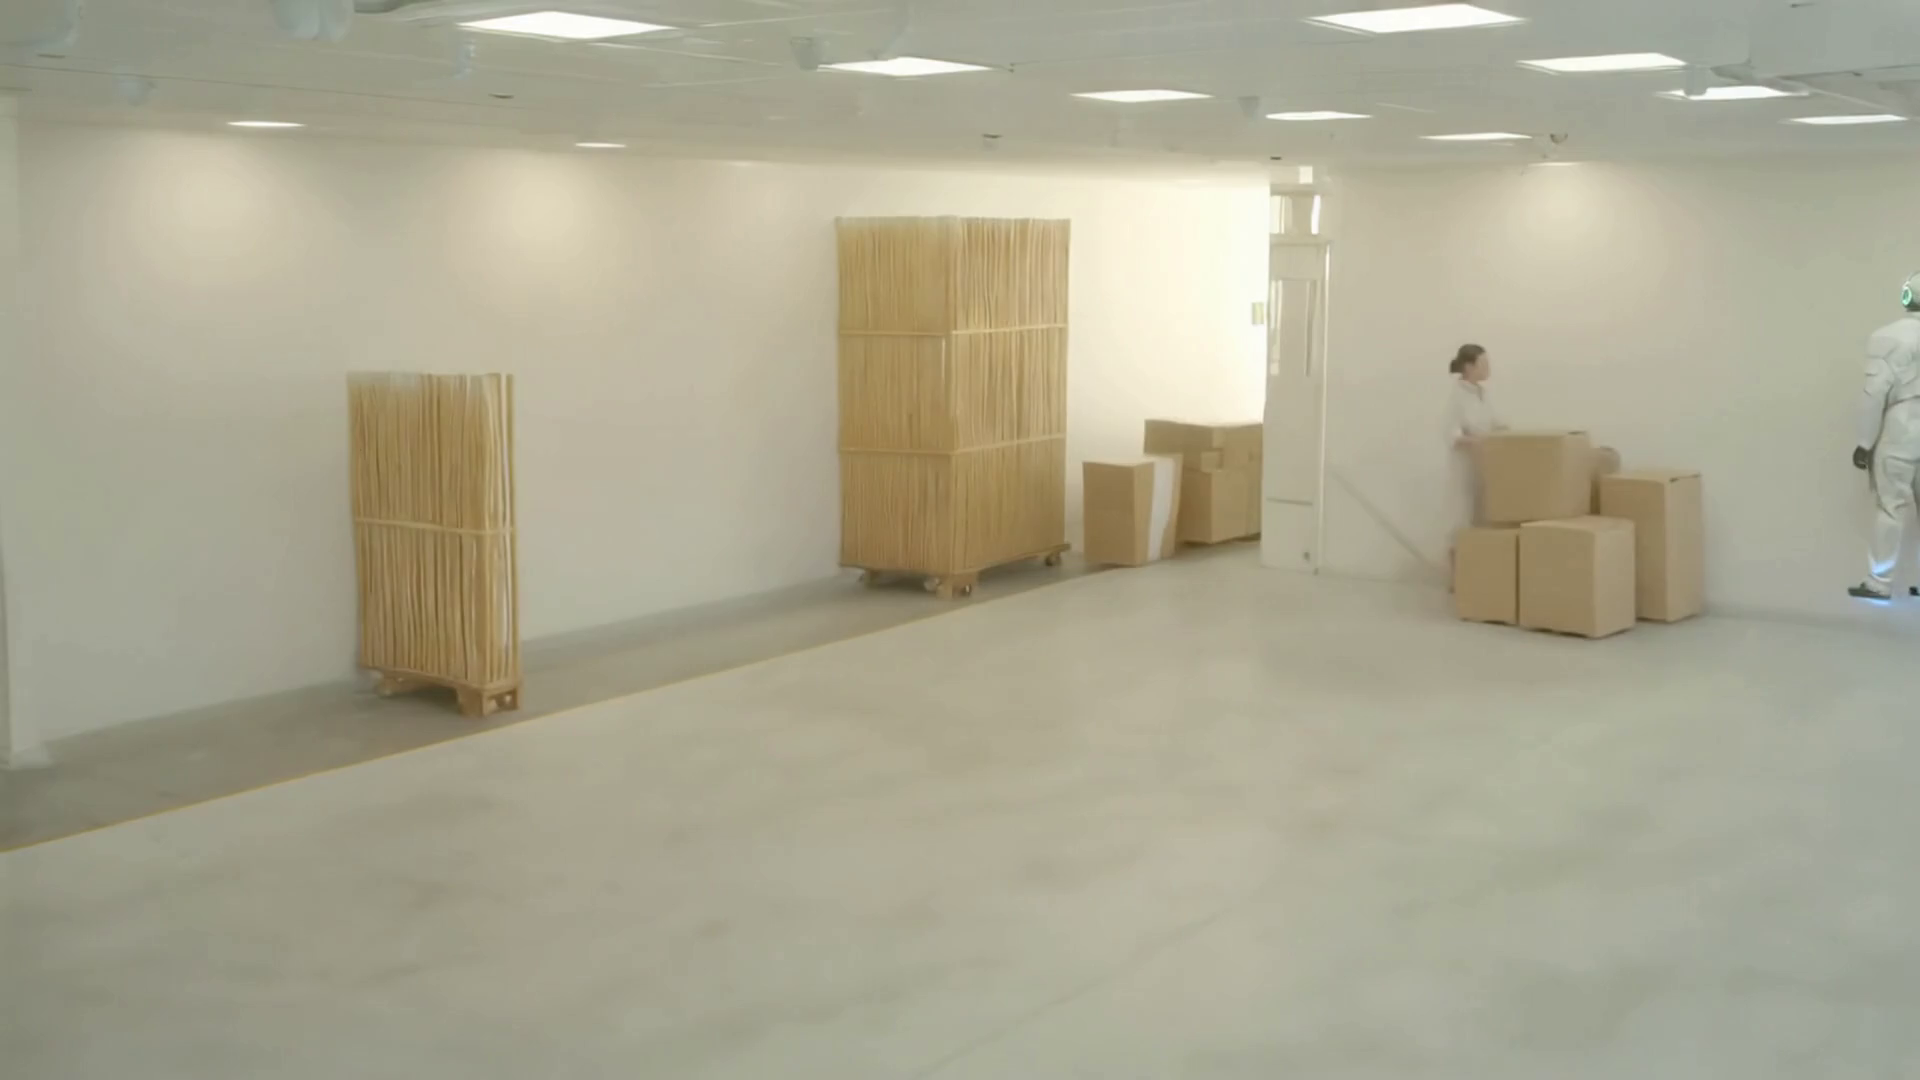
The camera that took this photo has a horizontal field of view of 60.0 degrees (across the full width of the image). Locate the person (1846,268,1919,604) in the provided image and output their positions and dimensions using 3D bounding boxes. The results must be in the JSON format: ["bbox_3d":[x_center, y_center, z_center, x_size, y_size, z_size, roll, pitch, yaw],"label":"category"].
[{"bbox_3d":[5.396,-0.582,9.447,0.643,1.908,0.410,0,10,-2],"label":"person"}]
